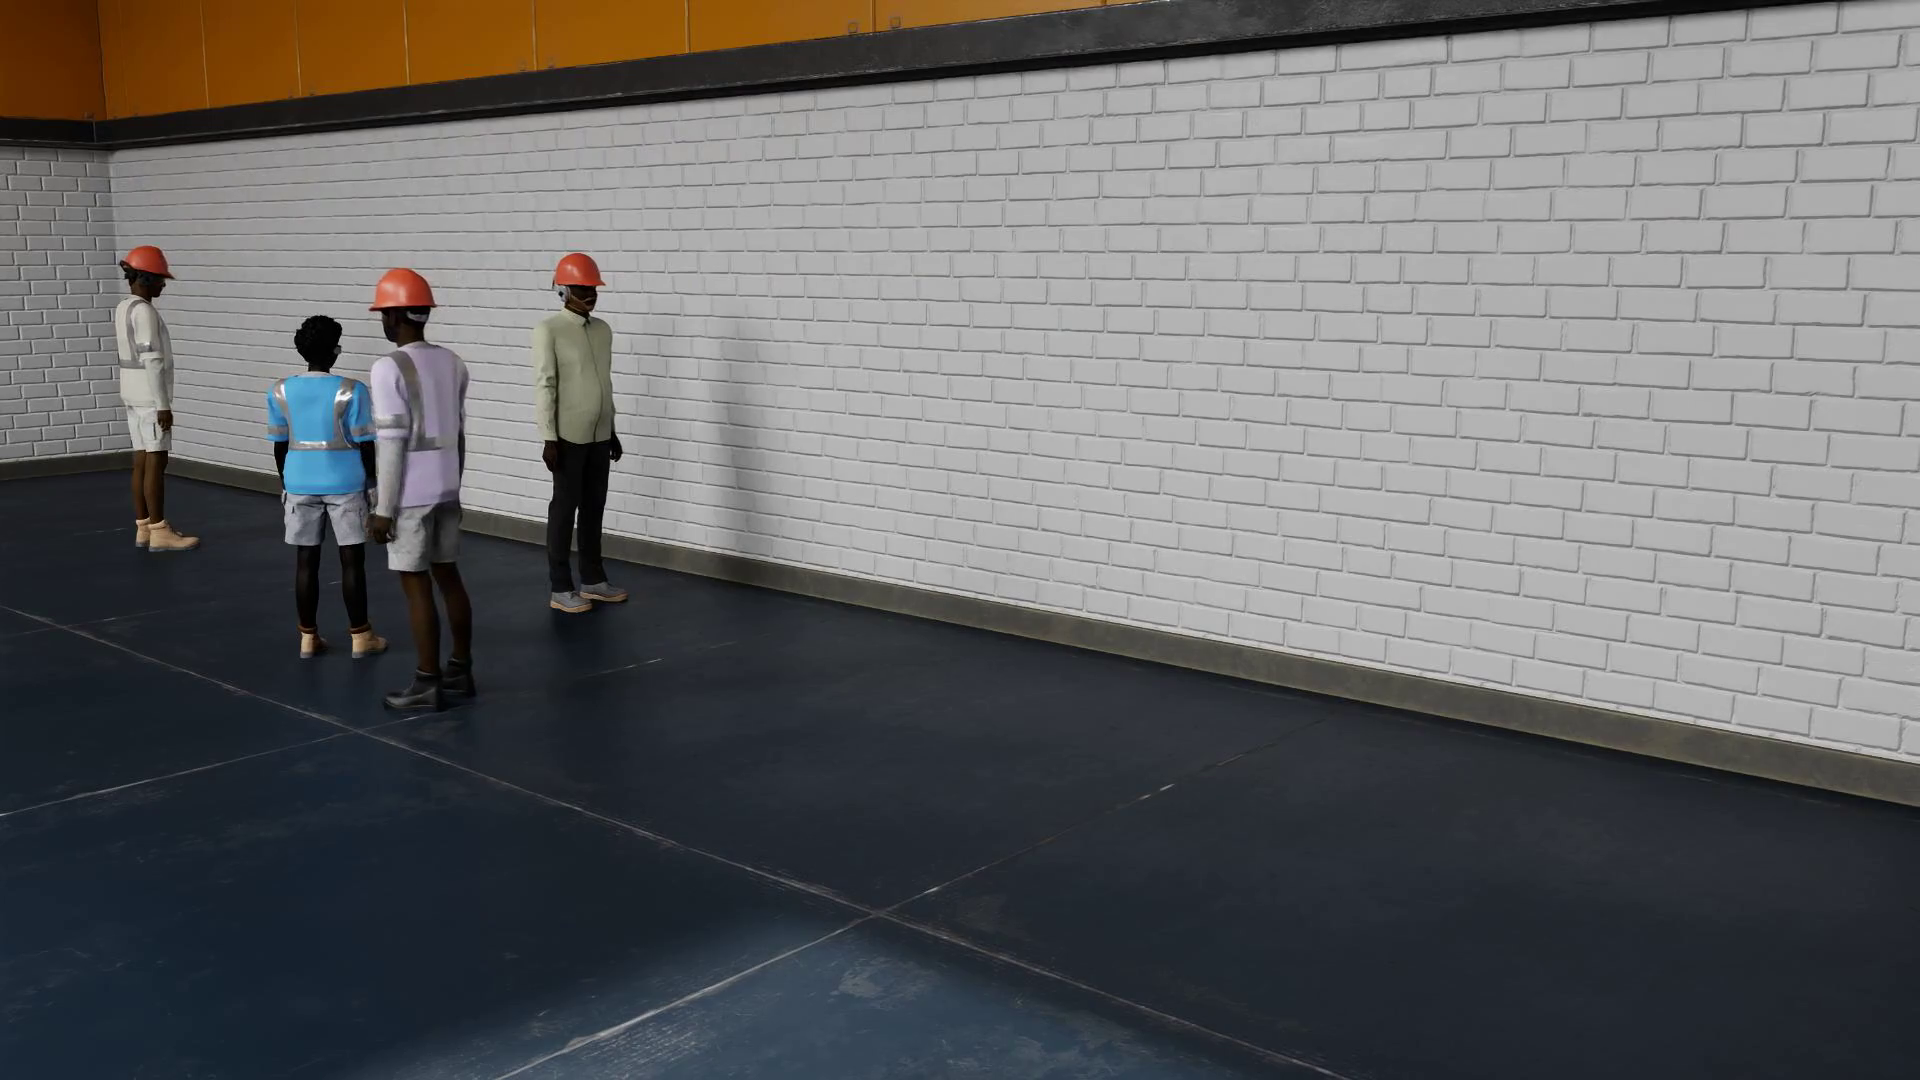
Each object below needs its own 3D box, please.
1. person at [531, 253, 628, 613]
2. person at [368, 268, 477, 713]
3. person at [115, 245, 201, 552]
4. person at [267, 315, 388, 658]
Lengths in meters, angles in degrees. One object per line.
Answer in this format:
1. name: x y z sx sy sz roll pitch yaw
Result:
1. person: -2.122 -0.603 9.343 0.388 1.992 0.625 5 11 27
2. person: -2.382 -0.212 7.283 0.372 1.935 0.551 3 11 19
3. person: -5.412 -0.944 11.165 0.387 2.038 0.605 -8 13 -40
4. person: -3.114 -0.252 8.198 0.537 1.696 0.317 0 10 3
